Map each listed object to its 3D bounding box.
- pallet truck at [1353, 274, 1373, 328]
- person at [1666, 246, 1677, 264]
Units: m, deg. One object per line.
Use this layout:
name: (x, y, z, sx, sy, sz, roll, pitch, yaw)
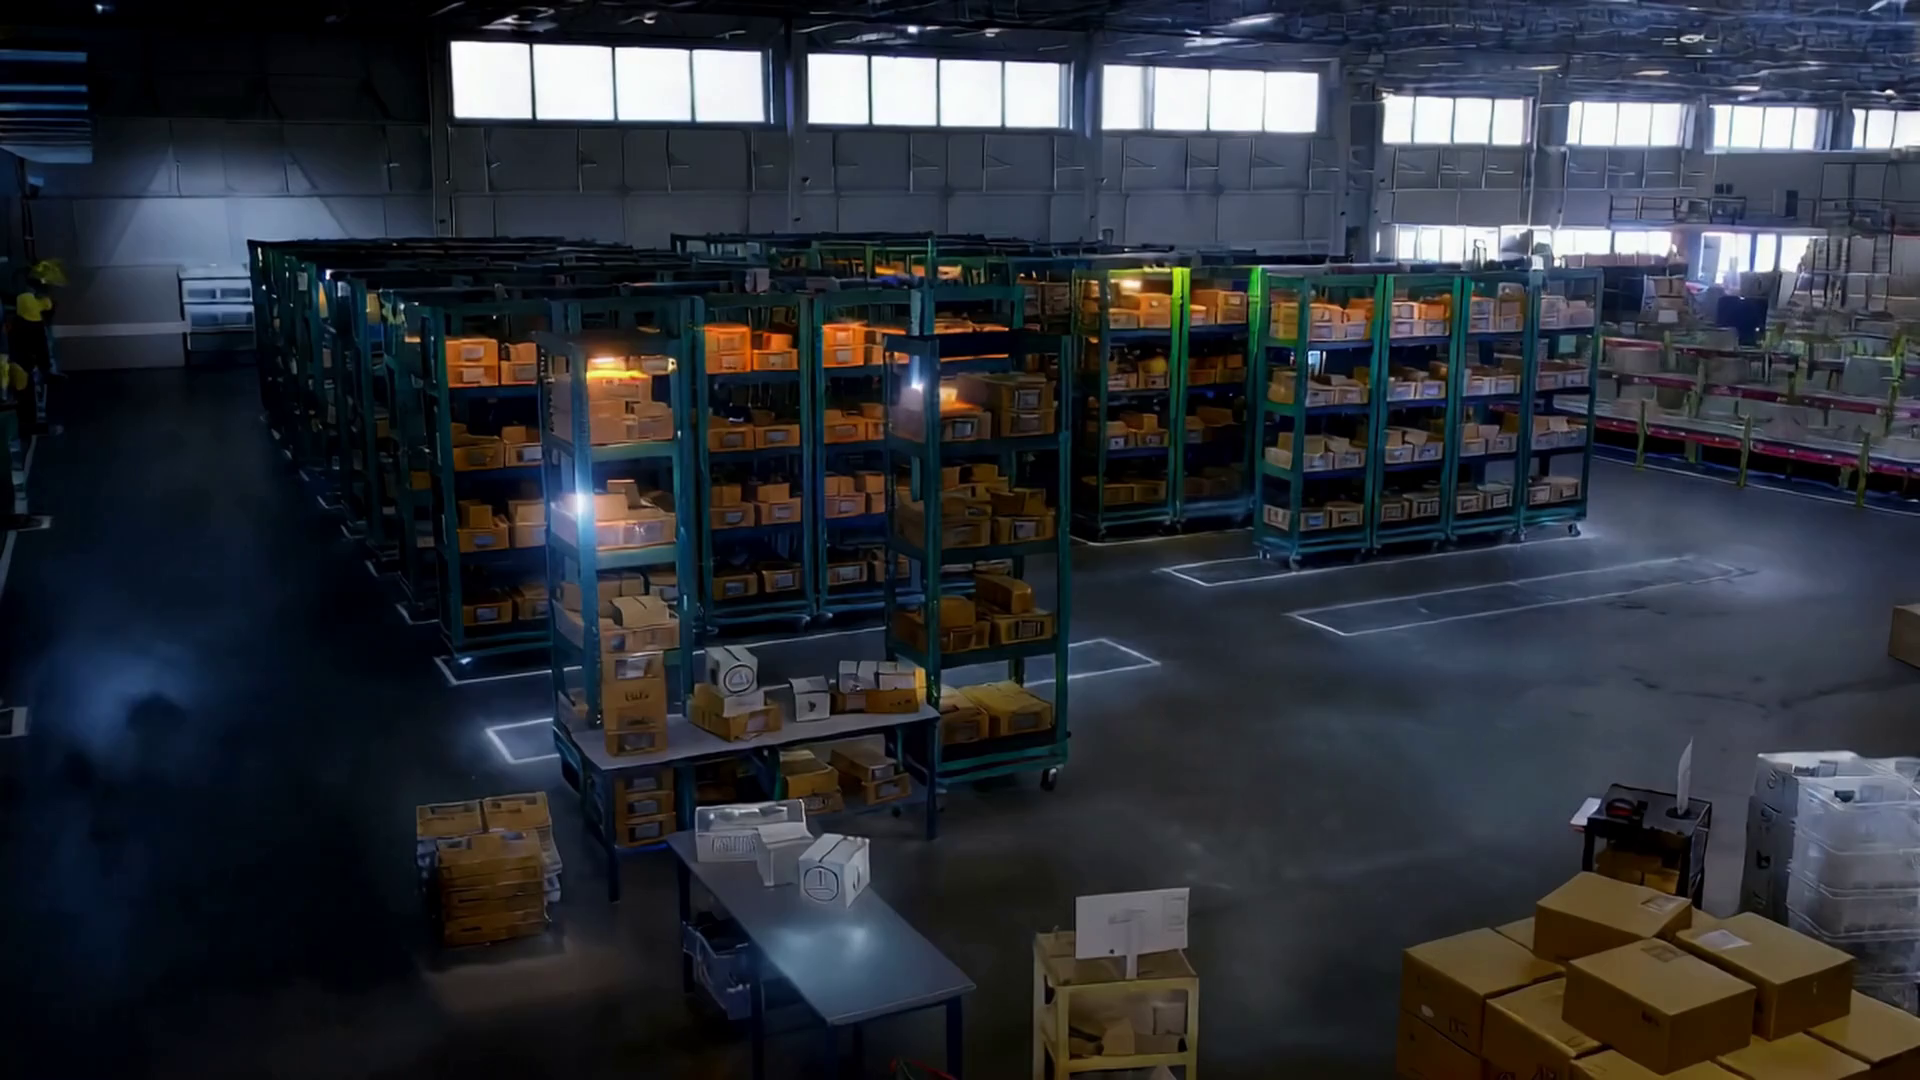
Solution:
pallet truck: (13.011, -8.050, 55.243, 0.823, 1.965, 1.885, -7, 14, -28)
person: (32.948, -12.678, 77.162, 0.575, 1.882, 0.355, -7, 14, -29)
